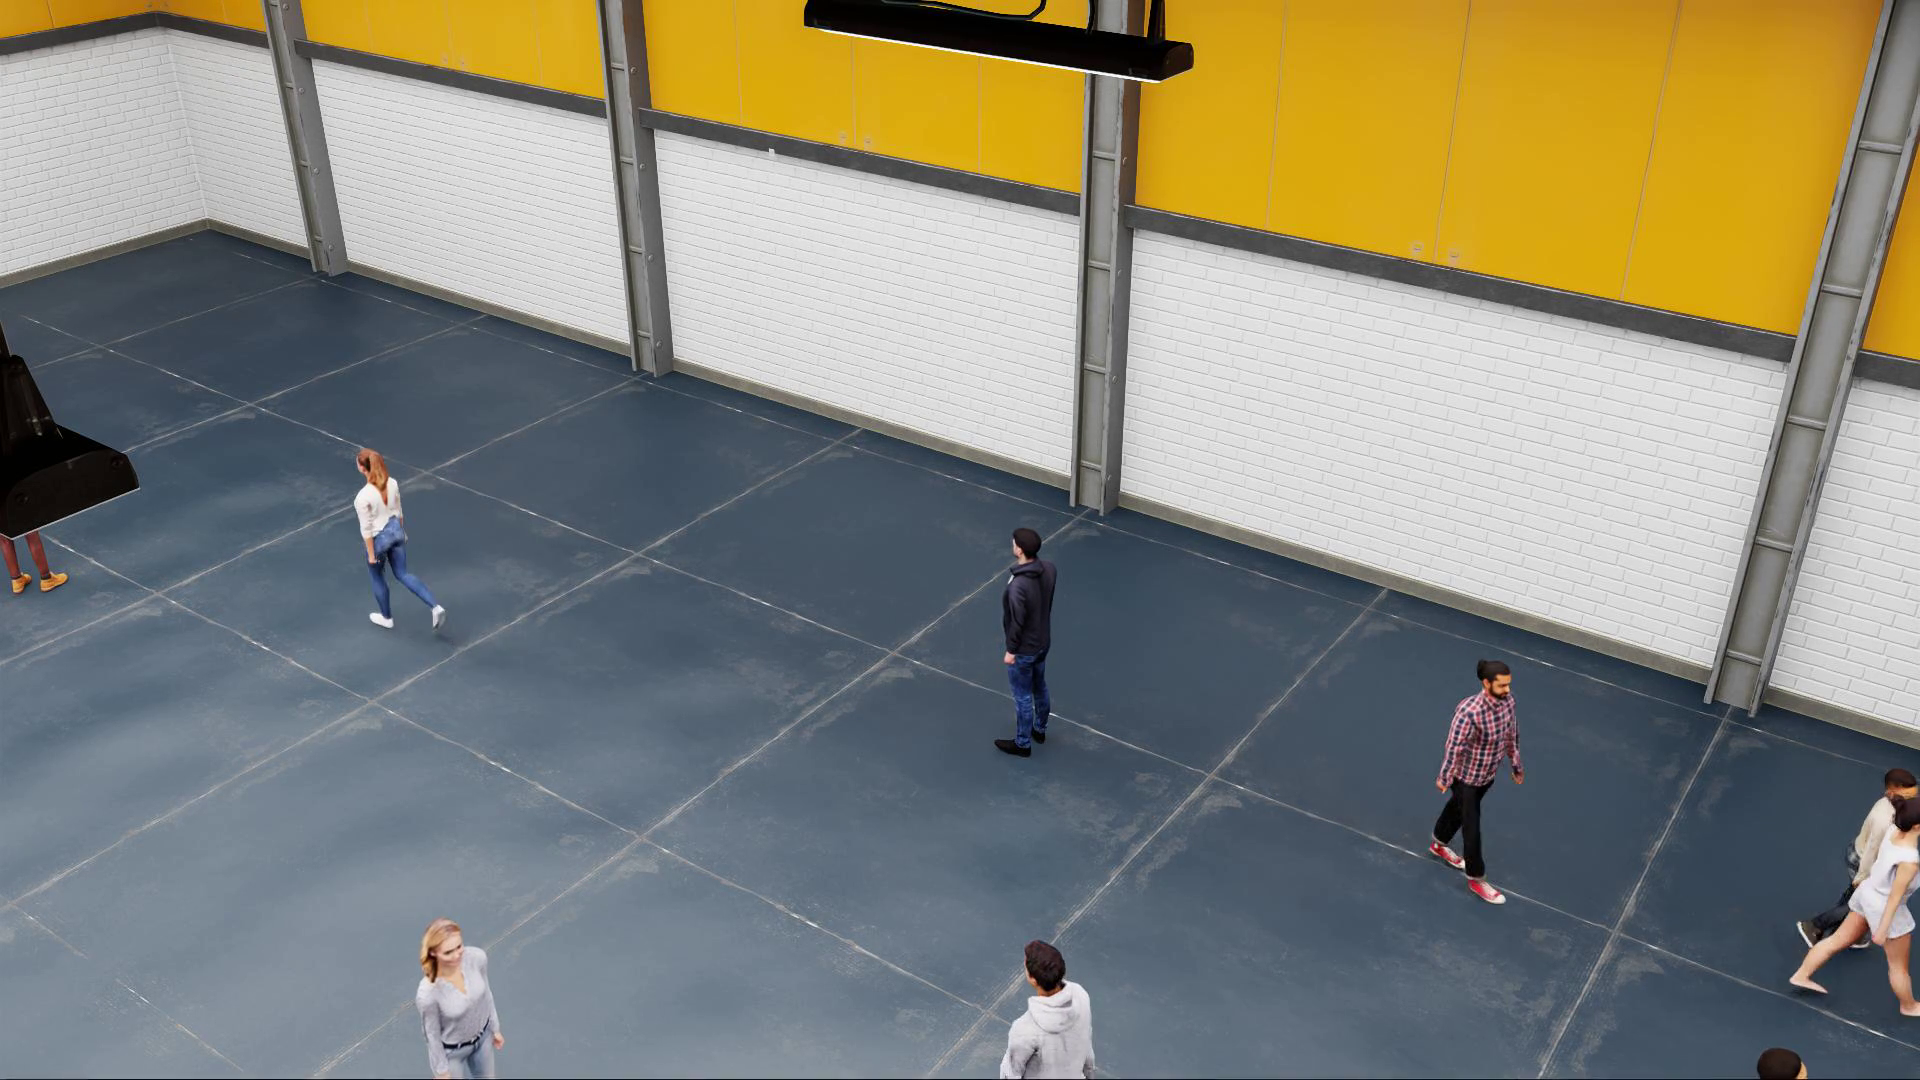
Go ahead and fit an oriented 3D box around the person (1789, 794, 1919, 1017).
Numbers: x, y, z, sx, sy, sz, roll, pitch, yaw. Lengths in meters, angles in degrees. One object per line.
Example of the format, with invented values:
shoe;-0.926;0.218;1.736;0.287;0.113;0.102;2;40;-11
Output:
person;5.505;2.219;10.094;1.145;1.566;0.864;6;29;10

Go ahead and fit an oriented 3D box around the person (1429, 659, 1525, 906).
person;3.402;1.514;11.210;0.872;1.734;1.053;-23;36;-35

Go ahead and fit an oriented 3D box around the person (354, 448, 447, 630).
person;-4.749;0.038;13.950;1.045;1.702;0.694;14;32;24

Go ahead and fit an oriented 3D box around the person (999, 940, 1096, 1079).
person;0.535;2.913;8.512;1.250;1.863;0.827;25;37;38

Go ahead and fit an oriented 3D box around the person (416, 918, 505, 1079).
person;-2.677;2.720;8.938;0.504;1.793;0.577;18;34;30

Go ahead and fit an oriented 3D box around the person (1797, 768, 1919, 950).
person;5.688;2.038;10.545;0.724;1.452;0.622;13;31;23

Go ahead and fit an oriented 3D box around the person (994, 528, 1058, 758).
person;0.516;0.760;12.426;0.547;1.894;0.662;18;33;30

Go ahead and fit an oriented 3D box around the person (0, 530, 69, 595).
person;-8.339;-0.331;14.598;0.699;1.729;0.778;0;29;0
